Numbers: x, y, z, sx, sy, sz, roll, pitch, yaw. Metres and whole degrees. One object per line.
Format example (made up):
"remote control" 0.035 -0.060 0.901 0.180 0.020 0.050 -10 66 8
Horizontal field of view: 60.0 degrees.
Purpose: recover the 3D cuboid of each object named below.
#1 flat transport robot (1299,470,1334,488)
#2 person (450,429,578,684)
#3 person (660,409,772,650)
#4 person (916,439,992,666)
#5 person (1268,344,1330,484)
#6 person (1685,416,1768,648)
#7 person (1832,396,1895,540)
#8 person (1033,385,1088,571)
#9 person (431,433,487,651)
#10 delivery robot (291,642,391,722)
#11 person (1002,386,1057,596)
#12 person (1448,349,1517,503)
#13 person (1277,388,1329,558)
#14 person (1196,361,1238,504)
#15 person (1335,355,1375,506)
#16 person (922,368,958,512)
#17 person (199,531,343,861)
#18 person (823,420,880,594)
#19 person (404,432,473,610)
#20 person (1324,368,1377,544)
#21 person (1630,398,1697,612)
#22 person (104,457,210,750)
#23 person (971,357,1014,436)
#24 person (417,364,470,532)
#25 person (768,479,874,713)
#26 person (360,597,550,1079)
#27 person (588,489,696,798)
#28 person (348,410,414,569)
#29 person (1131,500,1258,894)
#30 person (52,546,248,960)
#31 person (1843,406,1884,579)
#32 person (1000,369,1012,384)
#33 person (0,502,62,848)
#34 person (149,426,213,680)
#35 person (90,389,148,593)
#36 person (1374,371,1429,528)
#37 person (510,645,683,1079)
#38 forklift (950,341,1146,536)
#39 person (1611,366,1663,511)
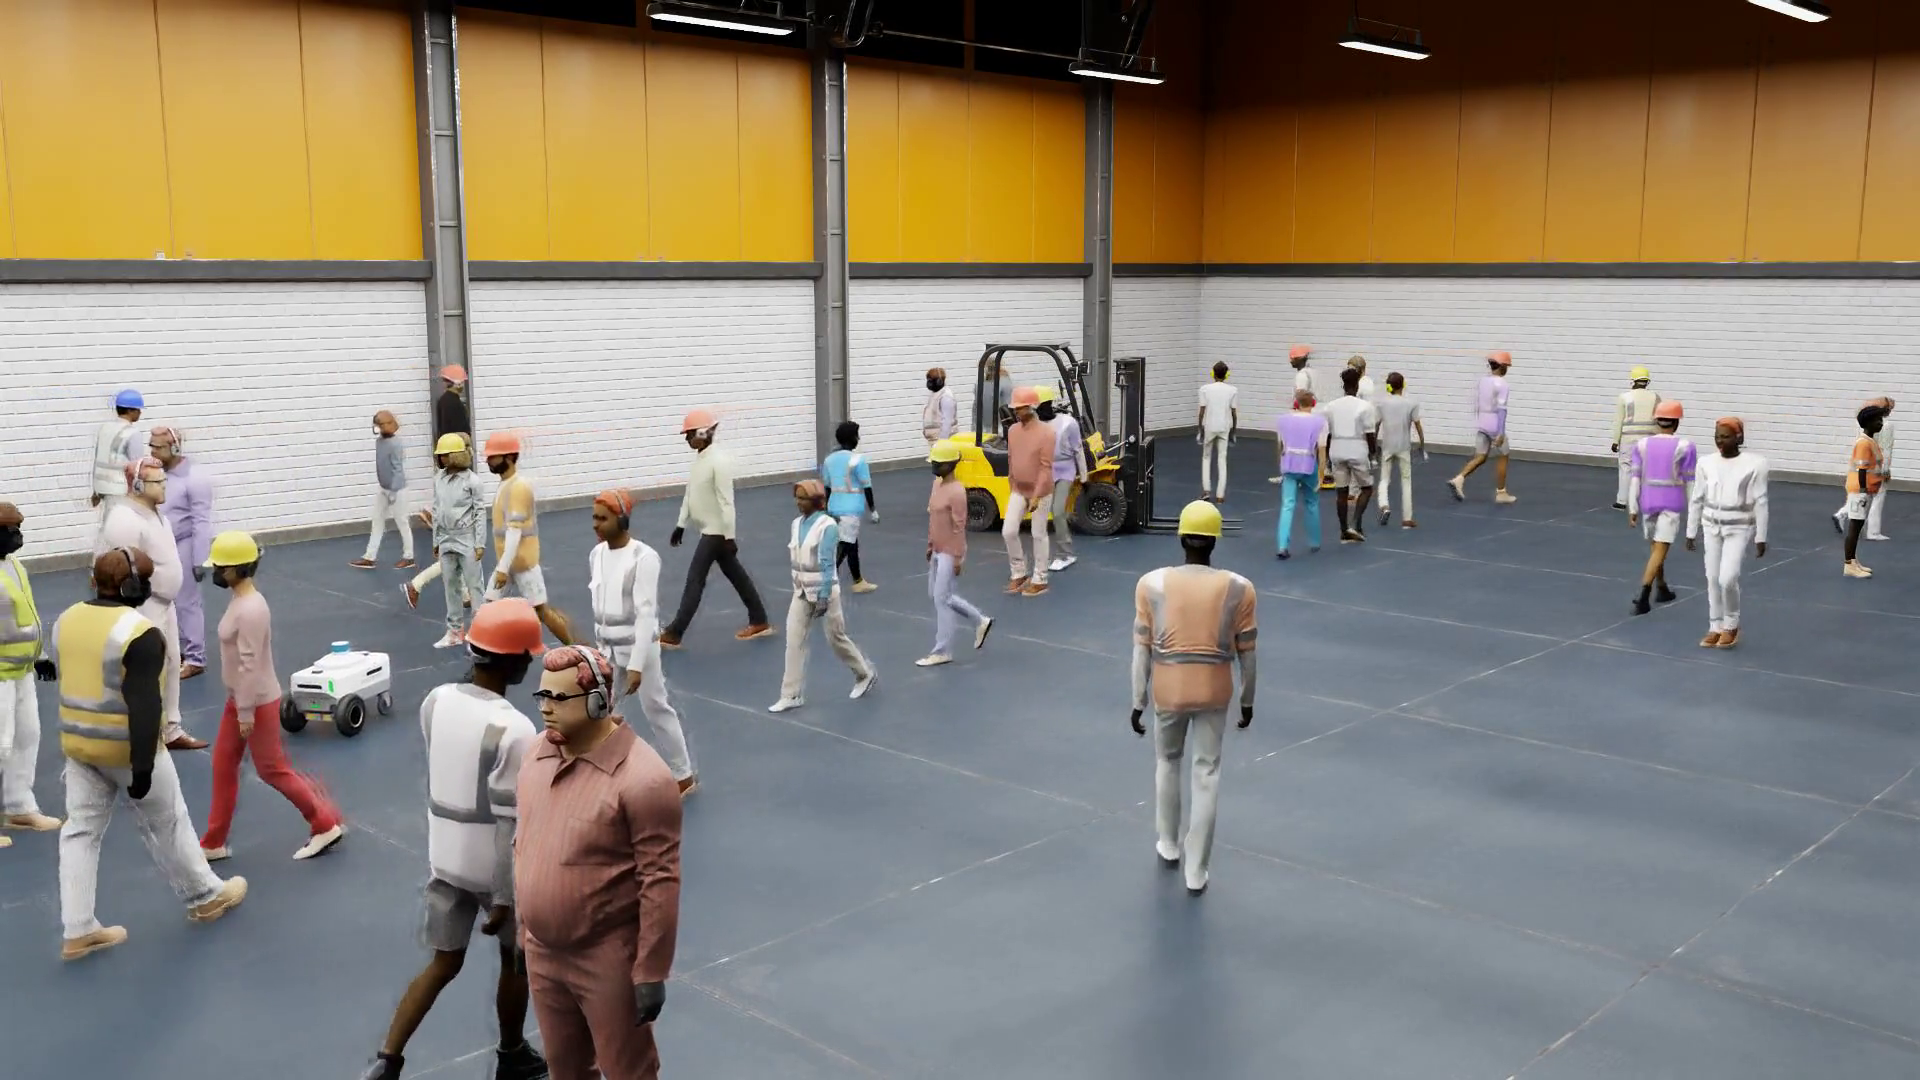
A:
"flat transport robot" 4.962 -0.915 23.447 0.652 0.197 1.431 2 10 14
"person" -3.200 0.133 12.108 1.005 1.897 0.564 -6 11 -33
"person" -2.006 -0.089 13.372 1.105 1.926 0.607 -4 10 -23
"person" -0.054 0.083 12.773 0.613 1.748 0.538 -3 10 -20
"person" 4.853 -1.738 23.201 0.952 2.013 0.611 3 10 17
"person" 6.072 -0.048 13.237 0.470 1.867 0.615 -7 12 -36
"person" 10.147 -0.794 18.581 0.507 1.627 0.527 0 9 -3
"person" 0.952 -0.627 16.787 0.617 1.865 0.704 6 11 34
"person" -3.993 0.020 13.214 0.492 1.742 0.323 4 10 22
"delivery robot" -4.107 0.919 11.049 0.477 0.478 0.707 2 10 13
"person" 0.625 -0.439 15.348 0.608 1.965 0.537 8 12 40
"person" 6.786 -1.456 21.443 0.890 2.014 0.606 -3 10 -20
"person" 3.597 -0.707 17.558 0.555 1.793 0.959 4 10 22
"person" 3.335 -1.389 21.591 0.528 1.833 0.587 1 9 4
"person" 5.102 -1.404 21.363 0.371 1.934 0.627 -1 9 -7
"person" -0.247 -1.213 20.541 0.432 1.830 0.626 -3 10 -18
"person" -3.609 0.802 8.466 0.811 1.734 0.539 -5 11 -29
"person" -1.067 -0.264 15.209 0.850 1.660 0.535 -8 12 -41
"person" -4.552 -0.154 14.673 0.665 1.604 0.510 -4 10 -25
"person" 4.318 -0.923 18.384 0.647 1.946 0.444 6 11 32
"person" 6.253 -0.315 14.838 0.555 1.903 0.991 9 13 44
"person" -5.118 0.423 10.305 0.650 1.888 0.658 -2 9 -9
"person" 0.406 -1.433 21.595 0.654 1.909 0.439 9 13 43
"person" -5.733 -0.986 18.691 0.606 1.977 0.614 -7 12 -39
"person" -0.957 0.362 11.534 0.821 1.608 0.508 -9 13 -44
"person" -1.740 1.148 5.831 0.573 1.898 0.844 5 11 28
"person" -1.853 0.634 9.190 0.592 1.839 0.982 7 12 37
"person" -5.814 -0.488 16.694 0.527 1.607 0.670 9 13 44
"person" 1.166 0.746 8.284 0.611 1.893 0.795 1 9 8
"person" -3.722 0.918 7.523 0.640 1.797 0.899 4 10 22
"person" 8.914 -0.478 16.405 0.316 1.697 0.532 6 11 31
"person" 0.596 -1.568 23.280 0.279 1.634 0.499 8 12 40
"person" -5.112 0.705 8.838 0.513 1.812 0.671 -2 9 -11
"person" -5.804 0.102 12.245 0.683 1.890 0.435 4 10 22
"person" -7.903 -0.477 15.803 0.601 1.888 0.925 8 12 40
"person" 5.133 -1.033 19.381 0.667 1.850 0.517 4 10 23
"person" -1.155 1.258 5.124 0.649 1.907 0.409 6 11 33
"forklift" 0.977 -1.223 19.452 2.313 2.155 1.214 2 9 11
"person" 8.482 -1.268 20.880 0.596 1.827 0.403 -1 9 -5
